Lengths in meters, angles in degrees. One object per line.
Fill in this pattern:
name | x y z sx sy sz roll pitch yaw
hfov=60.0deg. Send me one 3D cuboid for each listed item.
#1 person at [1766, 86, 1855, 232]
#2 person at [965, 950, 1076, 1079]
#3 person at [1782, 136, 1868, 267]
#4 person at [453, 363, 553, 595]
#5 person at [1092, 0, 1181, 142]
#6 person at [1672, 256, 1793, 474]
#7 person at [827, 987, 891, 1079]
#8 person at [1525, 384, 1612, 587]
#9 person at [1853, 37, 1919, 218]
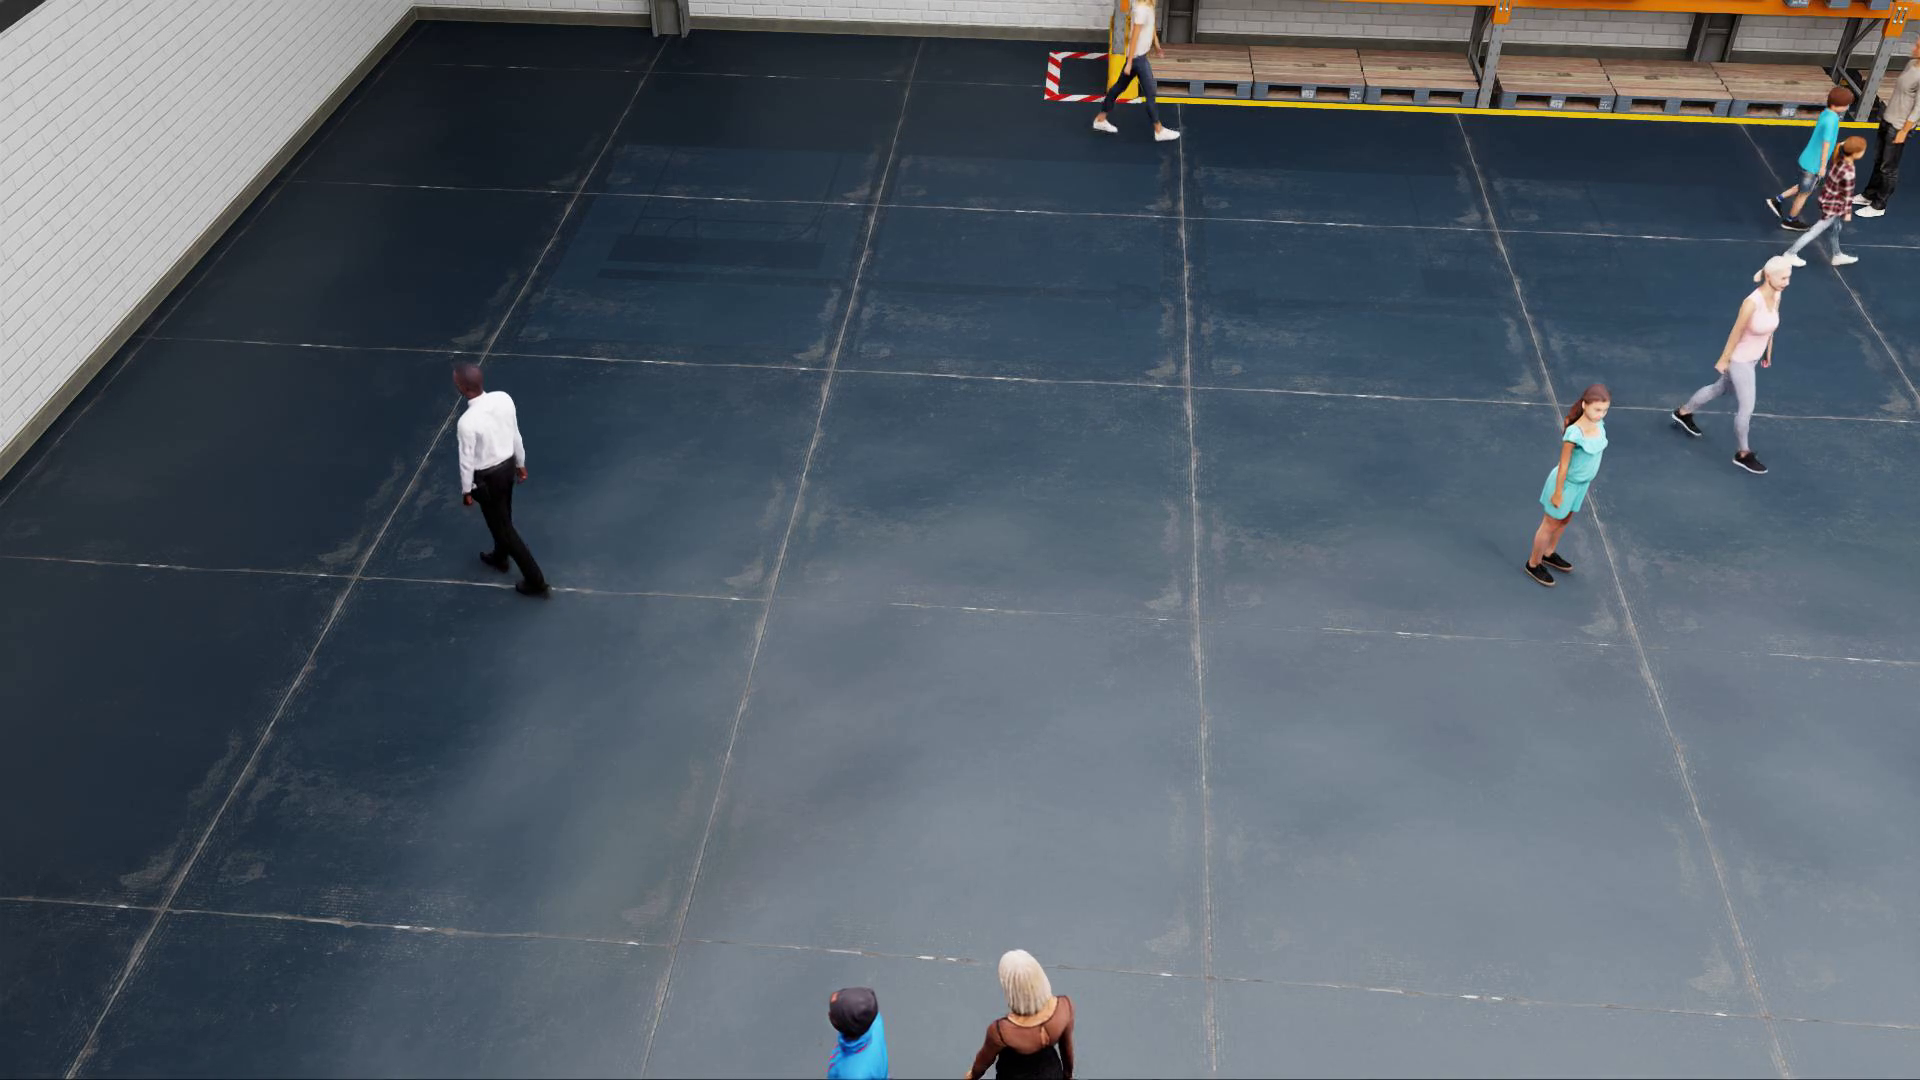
person | 7.932 -3.575 15.579 0.718 1.432 0.614 11 40 14
person | 0.349 2.576 7.641 0.724 1.726 0.794 -19 42 -22
person | 7.819 -3.026 15.020 0.912 1.272 0.582 6 39 7
person | -3.103 -0.378 11.267 1.083 1.817 0.908 20 43 23
person | 1.716 -4.937 17.017 1.132 1.766 0.603 4 39 5
person | 5.901 -1.418 12.676 1.075 1.684 1.090 -24 44 -27
person | -0.426 2.605 7.553 0.523 1.792 0.602 4 39 5
person | 4.222 -0.410 11.515 0.640 1.558 0.701 -28 46 -30
person | 8.900 -3.941 15.735 0.527 1.809 0.649 4 39 5
